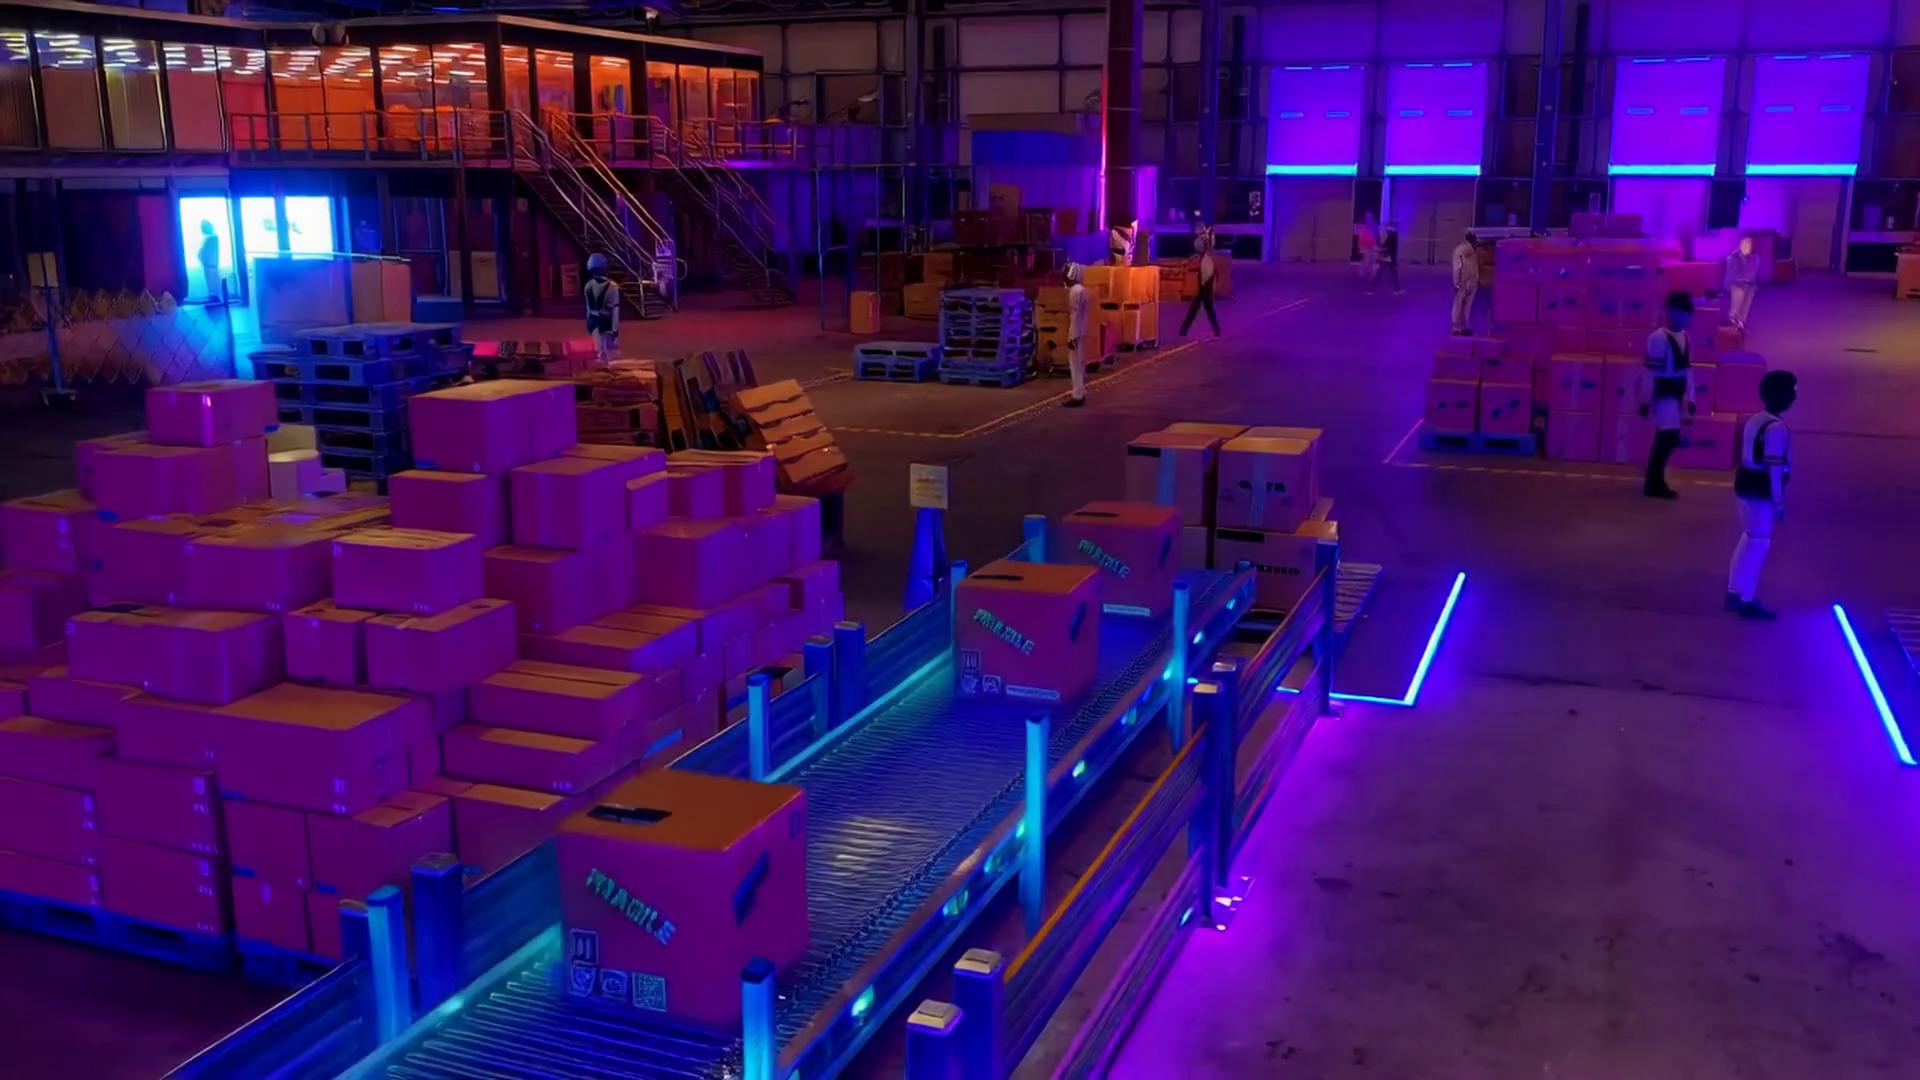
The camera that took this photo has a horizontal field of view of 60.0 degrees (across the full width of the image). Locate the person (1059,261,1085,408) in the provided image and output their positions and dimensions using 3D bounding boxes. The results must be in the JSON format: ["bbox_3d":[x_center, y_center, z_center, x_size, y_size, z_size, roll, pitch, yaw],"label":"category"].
[{"bbox_3d":[1.438,-2.617,21.240,0.320,1.861,0.509,2,13,8],"label":"person"}]

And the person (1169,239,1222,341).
[{"bbox_3d":[4.223,-4.410,29.416,0.950,1.792,0.535,0,13,1],"label":"person"}]

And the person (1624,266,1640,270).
[{"bbox_3d":[7.895,-2.320,19.852,0.977,1.868,0.597,-2,13,-10],"label":"person"}]

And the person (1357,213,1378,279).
[{"bbox_3d":[11.402,-8.172,46.261,0.793,1.815,0.641,9,15,35],"label":"person"}]

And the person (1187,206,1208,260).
[{"bbox_3d":[7.257,-9.249,50.874,0.609,1.910,0.413,-1,13,-6],"label":"person"}]

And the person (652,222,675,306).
[{"bbox_3d":[-6.436,-5.971,36.222,0.583,1.882,0.337,6,14,26],"label":"person"}]

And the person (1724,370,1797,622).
[{"bbox_3d":[5.422,-0.304,11.250,0.320,1.693,0.537,2,13,8],"label":"person"}]

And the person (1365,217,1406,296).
[{"bbox_3d":[10.235,-6.809,39.967,1.011,1.903,0.625,-4,13,-17],"label":"person"}]

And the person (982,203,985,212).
[{"bbox_3d":[0.747,-9.884,53.556,0.722,1.972,0.623,1,13,5],"label":"person"}]

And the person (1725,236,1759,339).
[{"bbox_3d":[13.968,-4.496,29.712,0.633,1.841,0.429,-2,13,-9],"label":"person"}]

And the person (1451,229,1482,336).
[{"bbox_3d":[9.251,-4.693,30.369,0.635,1.936,0.353,-7,14,-28],"label":"person"}]

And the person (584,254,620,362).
[{"bbox_3d":[-4.712,-2.787,21.856,0.542,1.928,0.399,6,14,25],"label":"person"}]

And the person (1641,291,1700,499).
[{"bbox_3d":[6.553,-1.314,15.245,0.580,1.920,0.526,-10,16,-37],"label":"person"}]
